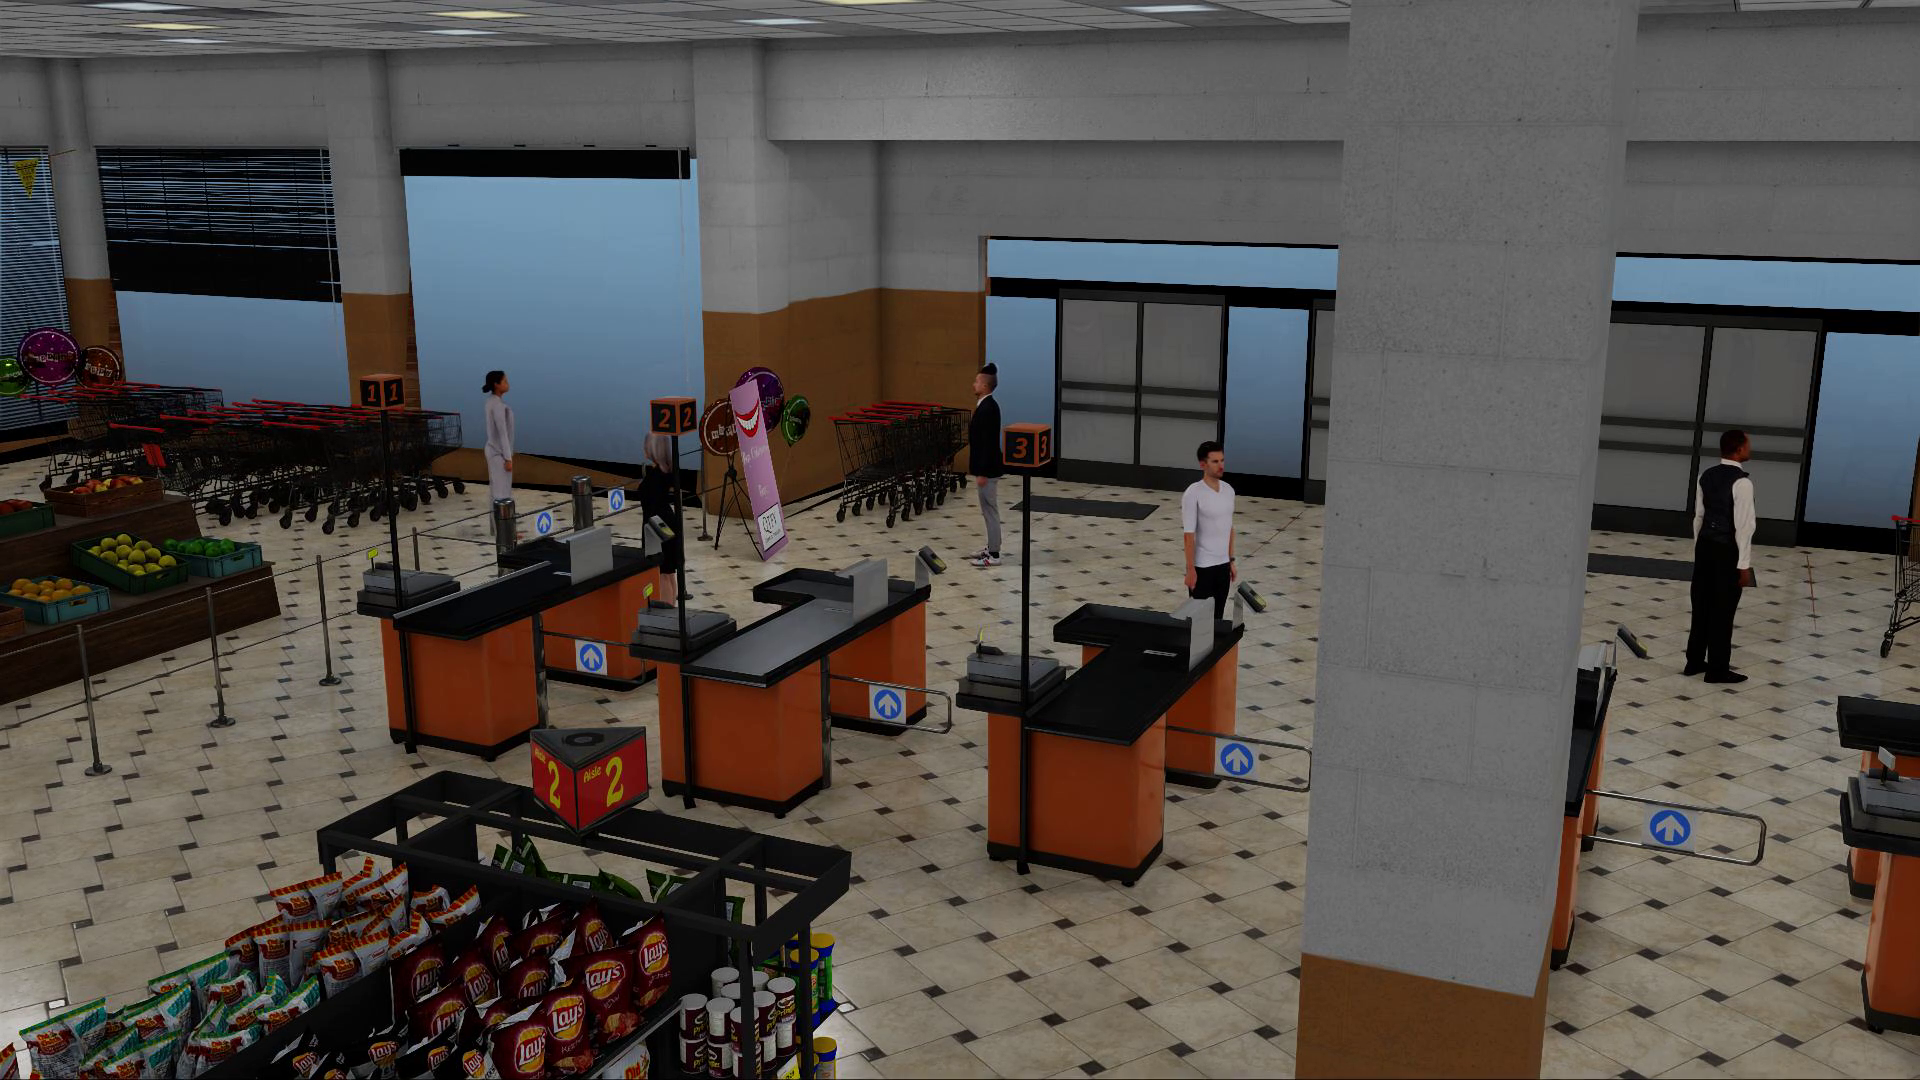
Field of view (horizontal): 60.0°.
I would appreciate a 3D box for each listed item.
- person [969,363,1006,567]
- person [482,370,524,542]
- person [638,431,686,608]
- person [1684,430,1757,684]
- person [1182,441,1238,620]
[{"bbox_3d":[0.266,-0.730,15.974,0.851,1.950,0.684,0,14,2],"label":"person"},{"bbox_3d":[-4.721,-0.880,17.044,0.750,1.736,0.710,-6,15,-24],"label":"person"},{"bbox_3d":[-2.443,-0.036,13.541,0.737,1.747,0.623,1,14,3],"label":"person"},{"bbox_3d":[5.745,0.128,12.564,0.830,1.889,0.762,-4,14,-18],"label":"person"},{"bbox_3d":[1.859,0.171,12.467,0.673,1.852,0.808,-11,17,-37],"label":"person"}]
